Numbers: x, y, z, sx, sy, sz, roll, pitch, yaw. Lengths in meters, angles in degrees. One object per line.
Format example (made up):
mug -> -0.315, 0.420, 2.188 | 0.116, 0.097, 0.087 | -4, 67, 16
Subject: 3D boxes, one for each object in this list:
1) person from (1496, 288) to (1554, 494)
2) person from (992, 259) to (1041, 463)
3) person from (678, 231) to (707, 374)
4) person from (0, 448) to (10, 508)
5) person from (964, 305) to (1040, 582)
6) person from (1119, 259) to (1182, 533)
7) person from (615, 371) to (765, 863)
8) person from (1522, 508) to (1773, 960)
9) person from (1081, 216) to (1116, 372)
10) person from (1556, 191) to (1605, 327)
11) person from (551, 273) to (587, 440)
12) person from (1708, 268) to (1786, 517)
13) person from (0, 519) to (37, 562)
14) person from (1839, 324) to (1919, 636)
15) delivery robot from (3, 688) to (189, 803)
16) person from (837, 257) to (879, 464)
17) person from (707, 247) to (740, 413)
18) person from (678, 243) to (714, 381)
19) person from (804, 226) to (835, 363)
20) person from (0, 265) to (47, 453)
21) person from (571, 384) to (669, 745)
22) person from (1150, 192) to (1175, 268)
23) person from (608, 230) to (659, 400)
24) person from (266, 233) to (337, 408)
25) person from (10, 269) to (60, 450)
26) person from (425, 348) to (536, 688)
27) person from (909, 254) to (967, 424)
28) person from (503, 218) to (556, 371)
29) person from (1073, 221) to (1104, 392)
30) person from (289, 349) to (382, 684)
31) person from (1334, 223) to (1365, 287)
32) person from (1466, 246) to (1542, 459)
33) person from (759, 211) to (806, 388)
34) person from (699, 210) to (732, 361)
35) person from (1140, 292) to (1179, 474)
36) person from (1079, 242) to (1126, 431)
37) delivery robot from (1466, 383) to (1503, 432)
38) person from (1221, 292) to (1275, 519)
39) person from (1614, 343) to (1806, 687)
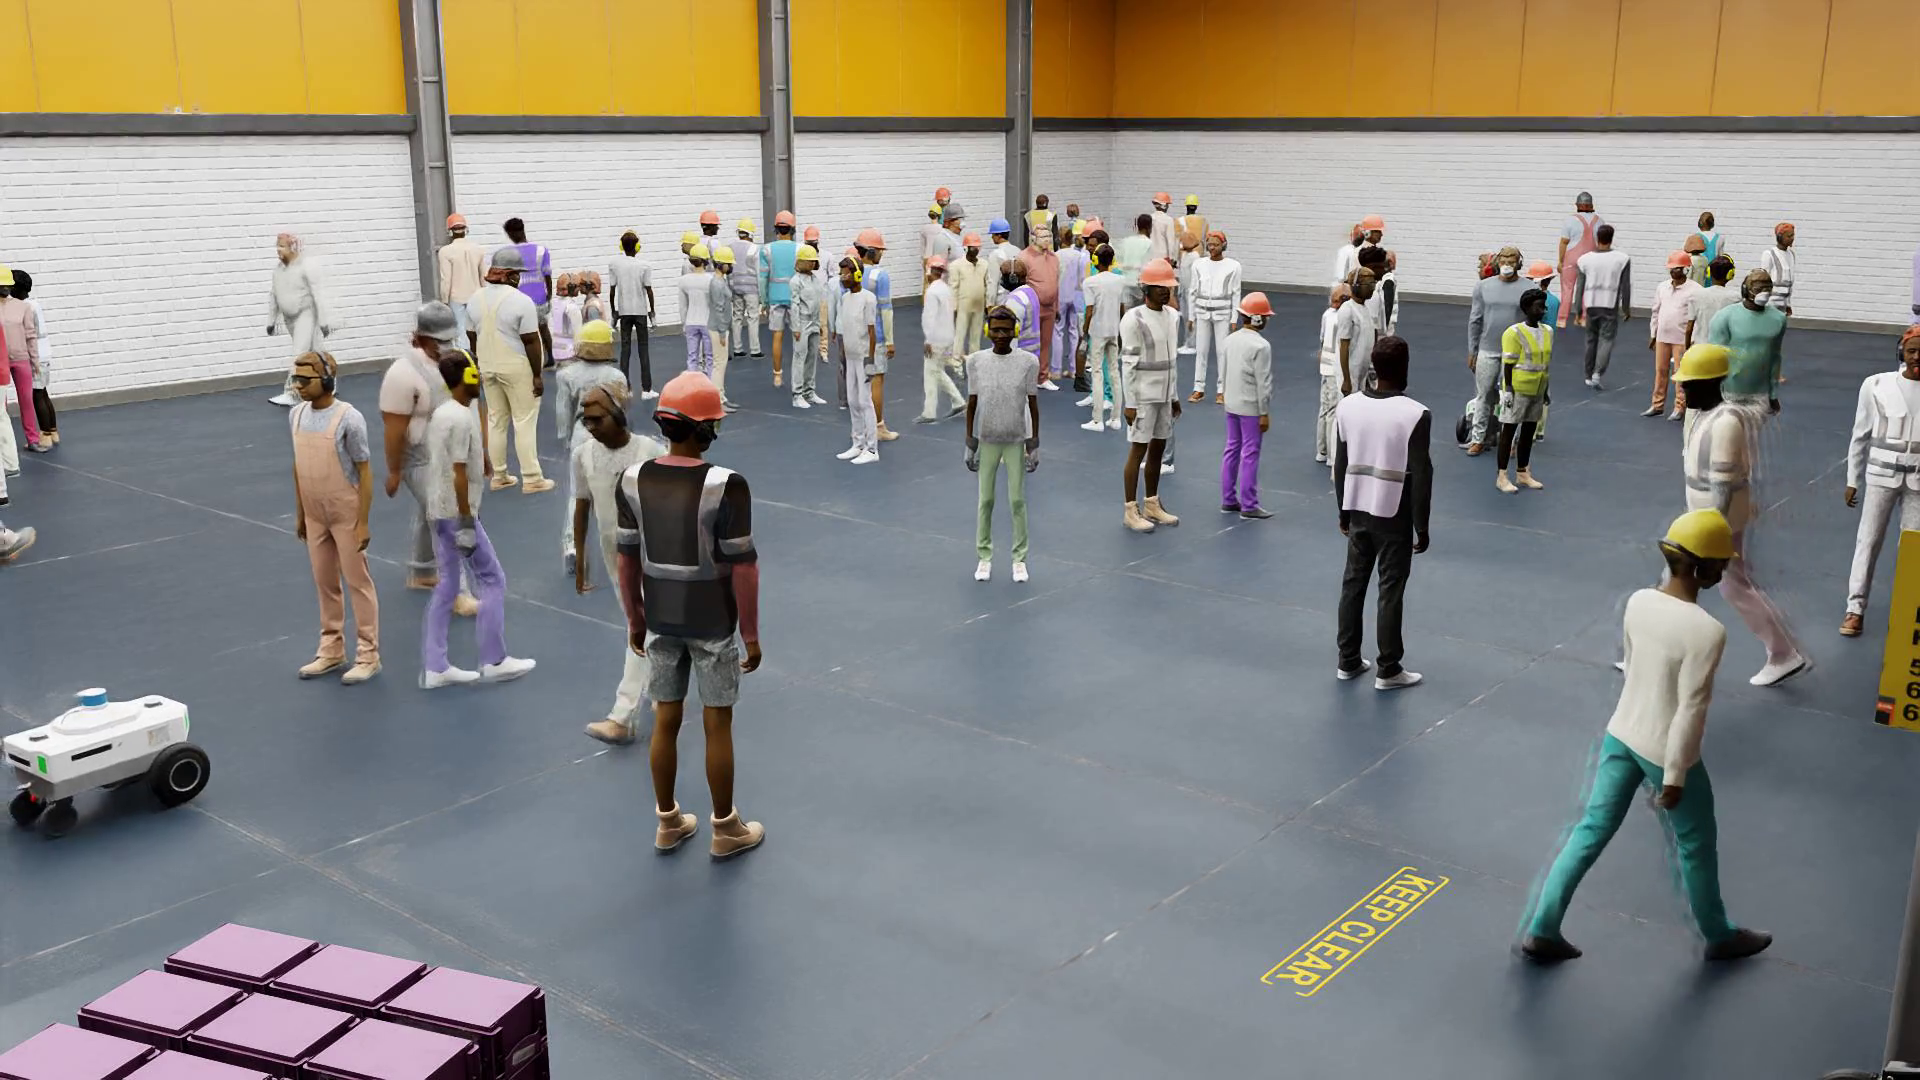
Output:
person -> 4.707, -1.241, 13.831 | 0.532, 1.696, 0.319 | -8, 16, -28
person -> 0.504, -1.619, 15.065 | 0.429, 1.836, 0.626 | 4, 15, 16
person -> -3.268, -2.898, 20.358 | 0.292, 1.745, 0.485 | 4, 15, 15
person -> -7.862, -1.137, 13.170 | 0.591, 1.824, 0.404 | 13, 19, 41
person -> 0.281, -0.639, 11.099 | 0.510, 1.863, 0.326 | 2, 14, 7
person -> 1.461, -1.084, 12.501 | 0.373, 2.042, 0.614 | 13, 19, 43
person -> -1.095, 0.322, 6.884 | 0.614, 2.040, 0.391 | 5, 15, 19
person -> 2.496, 0.728, 5.948 | 0.944, 1.716, 0.530 | -4, 15, -14
person -> 1.646, -3.039, 20.591 | 0.409, 1.907, 0.651 | -6, 15, -23
person -> 9.321, -4.230, 25.079 | 0.684, 2.000, 0.535 | -2, 14, -7
person -> -3.747, -1.743, 15.977 | 0.314, 1.629, 0.509 | -11, 18, -37
person -> 6.075, -1.134, 12.910 | 0.627, 1.940, 0.370 | -2, 14, -9
person -> -6.832, -0.697, 11.172 | 0.633, 1.928, 1.056 | 5, 15, 17
person -> 5.563, -0.335, 9.830 | 0.584, 1.882, 0.344 | 7, 16, 25
delivery robot -> -3.827, 0.901, 7.396 | 0.477, 0.478, 0.707 | 10, 17, 34
person -> -0.936, -1.619, 15.033 | 0.345, 1.857, 0.525 | -10, 17, -35
person -> -2.512, -2.227, 17.656 | 0.343, 1.755, 0.530 | -1, 14, -5
person -> -2.772, -2.301, 17.920 | 0.525, 1.772, 0.304 | 4, 15, 17
person -> -1.872, -3.129, 21.259 | 0.575, 1.749, 0.333 | -2, 14, -6
person -> -8.754, -1.645, 15.325 | 0.338, 1.761, 0.525 | 13, 19, 41
person -> -1.647, 0.106, 8.271 | 0.576, 1.777, 0.947 | 4, 15, 14
person -> 3.090, -4.393, 25.826 | 0.393, 1.990, 0.616 | -13, 19, -43
person -> -3.626, -2.491, 18.475 | 0.532, 1.870, 0.316 | 1, 14, 6
person -> -7.221, -2.394, 18.108 | 0.668, 1.863, 0.980 | 8, 16, 30
person -> -8.761, -1.707, 15.717 | 0.319, 1.686, 0.539 | -5, 15, -18
person -> -2.689, -0.120, 9.085 | 0.696, 1.825, 0.549 | -10, 17, -35
person -> -0.202, -2.060, 17.075 | 0.520, 1.714, 0.631 | 3, 14, 12
person -> -5.264, -2.961, 20.278 | 0.664, 1.908, 0.663 | -5, 15, -18
person -> 1.490, -2.668, 19.043 | 0.377, 1.936, 0.549 | 1, 14, 3
person -> -3.417, -0.125, 9.069 | 0.505, 1.845, 0.346 | 6, 15, 23
person -> 4.719, -2.884, 20.072 | 0.408, 1.863, 0.565 | -2, 14, -8
person -> 4.966, -1.716, 15.238 | 0.632, 1.940, 0.372 | 6, 15, 22
person -> -2.009, -2.785, 19.301 | 0.615, 2.039, 0.391 | 1, 14, 2
person -> -3.214, -3.274, 21.467 | 0.552, 1.934, 0.355 | 12, 18, 40
person -> 1.752, -1.394, 14.569 | 0.280, 1.633, 0.503 | -3, 14, -10
person -> 1.418, -2.012, 16.583 | 0.513, 1.861, 0.331 | -7, 16, -28
delivery robot -> 5.157, -1.278, 16.103 | 0.477, 0.478, 0.707 | 9, 16, 31
person -> 2.250, -1.046, 12.934 | 0.339, 1.752, 0.564 | -6, 15, -23
person -> 4.171, -0.128, 9.022 | 0.913, 1.885, 0.587 | 2, 14, 8
